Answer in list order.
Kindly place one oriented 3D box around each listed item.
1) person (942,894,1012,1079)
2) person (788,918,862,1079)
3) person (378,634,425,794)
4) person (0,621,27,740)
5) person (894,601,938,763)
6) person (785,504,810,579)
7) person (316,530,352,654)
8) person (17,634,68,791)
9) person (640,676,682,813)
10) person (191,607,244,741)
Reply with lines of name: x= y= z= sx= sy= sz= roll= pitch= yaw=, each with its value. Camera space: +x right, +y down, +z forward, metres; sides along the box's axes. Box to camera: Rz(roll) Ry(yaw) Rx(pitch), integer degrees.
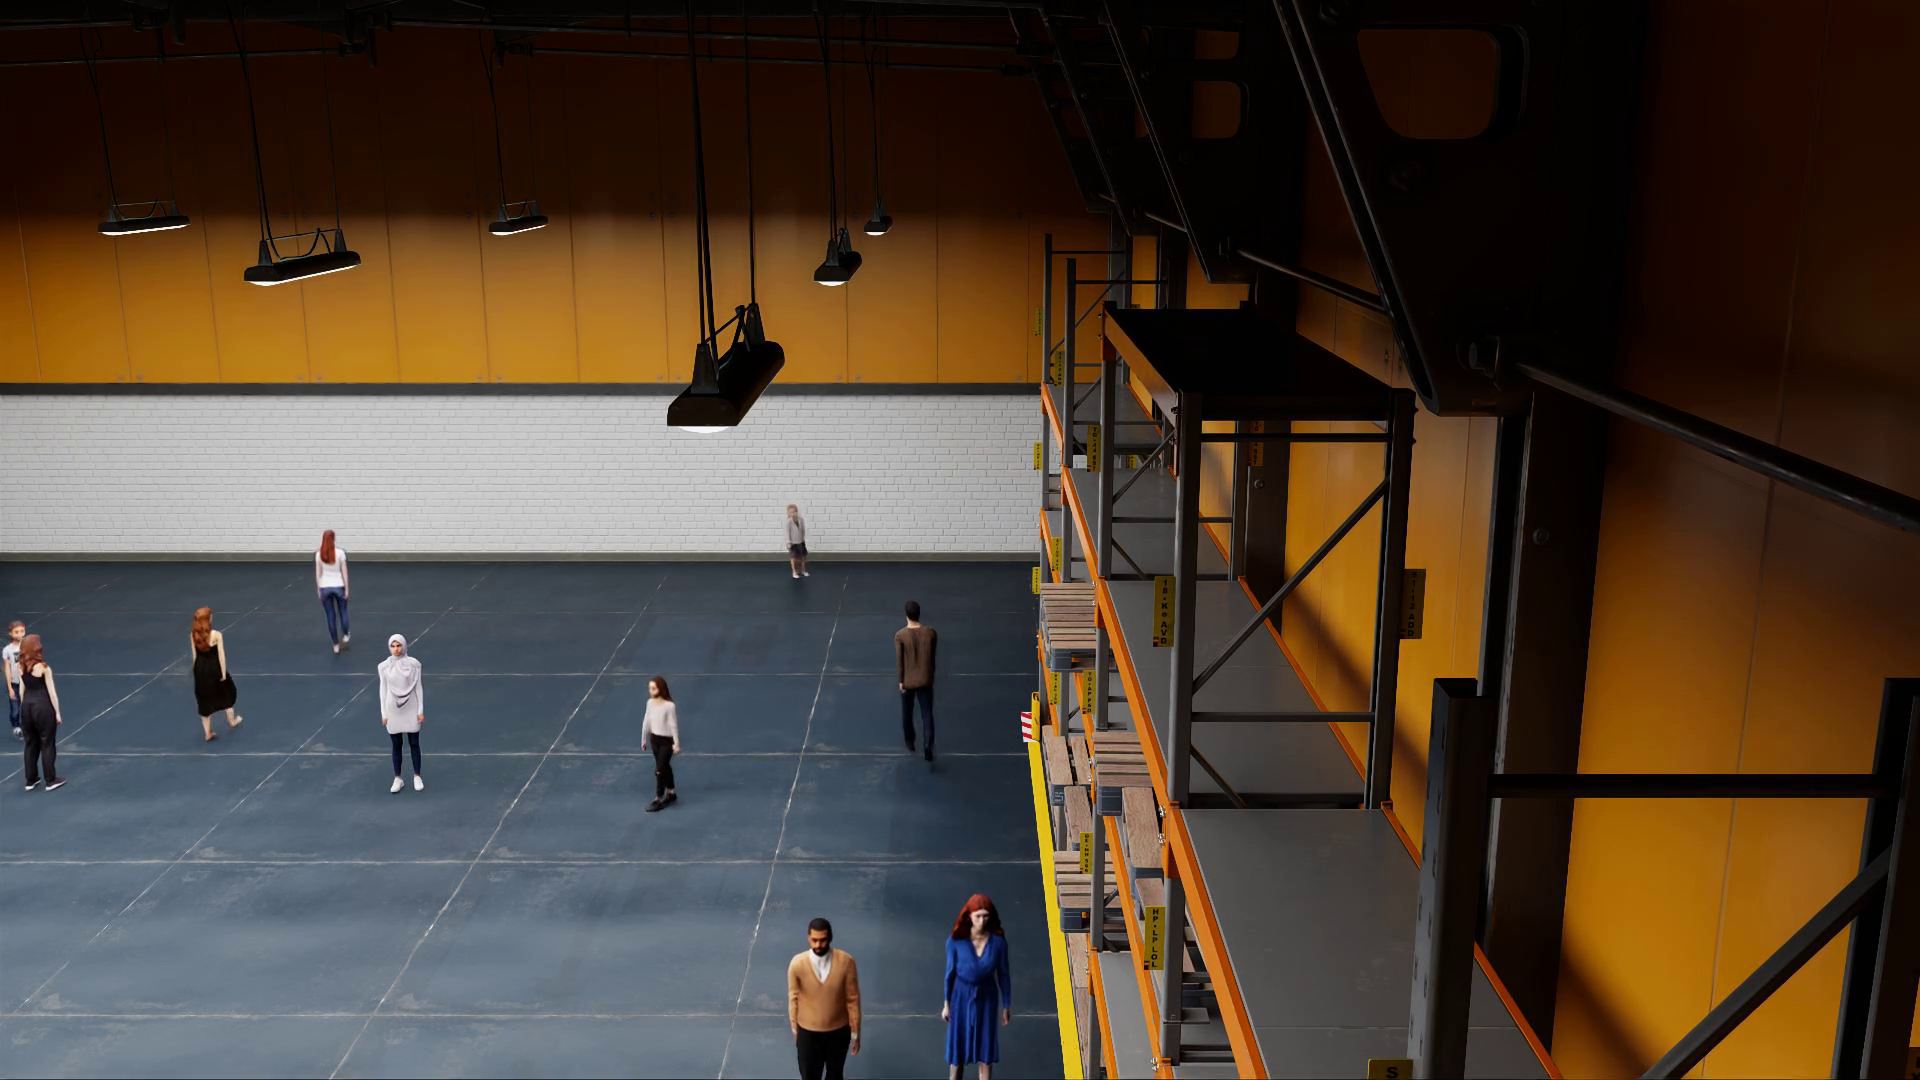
person: x=0.115 y=3.396 z=12.080 sx=0.653 sy=1.826 sz=0.581 roll=0 pitch=14 yaw=-2
person: x=-0.963 y=3.492 z=11.928 sx=0.768 sy=1.710 sz=1.170 roll=-2 pitch=14 yaw=-8
person: x=-6.157 y=1.897 z=18.375 sx=0.659 sy=1.776 sz=0.608 roll=-4 pitch=14 yaw=-14
person: x=-11.137 y=1.702 z=19.694 sx=0.951 sy=1.535 sz=1.067 roll=-11 pitch=17 yaw=-38
person: x=-0.474 y=1.650 z=19.223 sx=0.772 sy=1.857 sz=1.172 roll=-2 pitch=14 yaw=-10
person: x=-2.685 y=0.017 z=27.257 sx=0.651 sy=1.250 sz=0.676 roll=-13 pitch=18 yaw=-42
person: x=-8.787 y=0.743 z=23.284 sx=0.777 sy=1.709 sz=1.029 roll=-5 pitch=14 yaw=-18
person: x=-10.238 y=1.903 z=18.432 sx=0.594 sy=1.738 sz=0.551 roll=1 pitch=14 yaw=4
person: x=-3.163 y=2.161 z=17.944 sx=0.779 sy=1.467 sz=0.885 roll=8 pitch=16 yaw=30
person: x=-9.018 y=1.620 z=19.893 sx=0.587 sy=1.601 sz=0.883 roll=-1 pitch=14 yaw=-3
